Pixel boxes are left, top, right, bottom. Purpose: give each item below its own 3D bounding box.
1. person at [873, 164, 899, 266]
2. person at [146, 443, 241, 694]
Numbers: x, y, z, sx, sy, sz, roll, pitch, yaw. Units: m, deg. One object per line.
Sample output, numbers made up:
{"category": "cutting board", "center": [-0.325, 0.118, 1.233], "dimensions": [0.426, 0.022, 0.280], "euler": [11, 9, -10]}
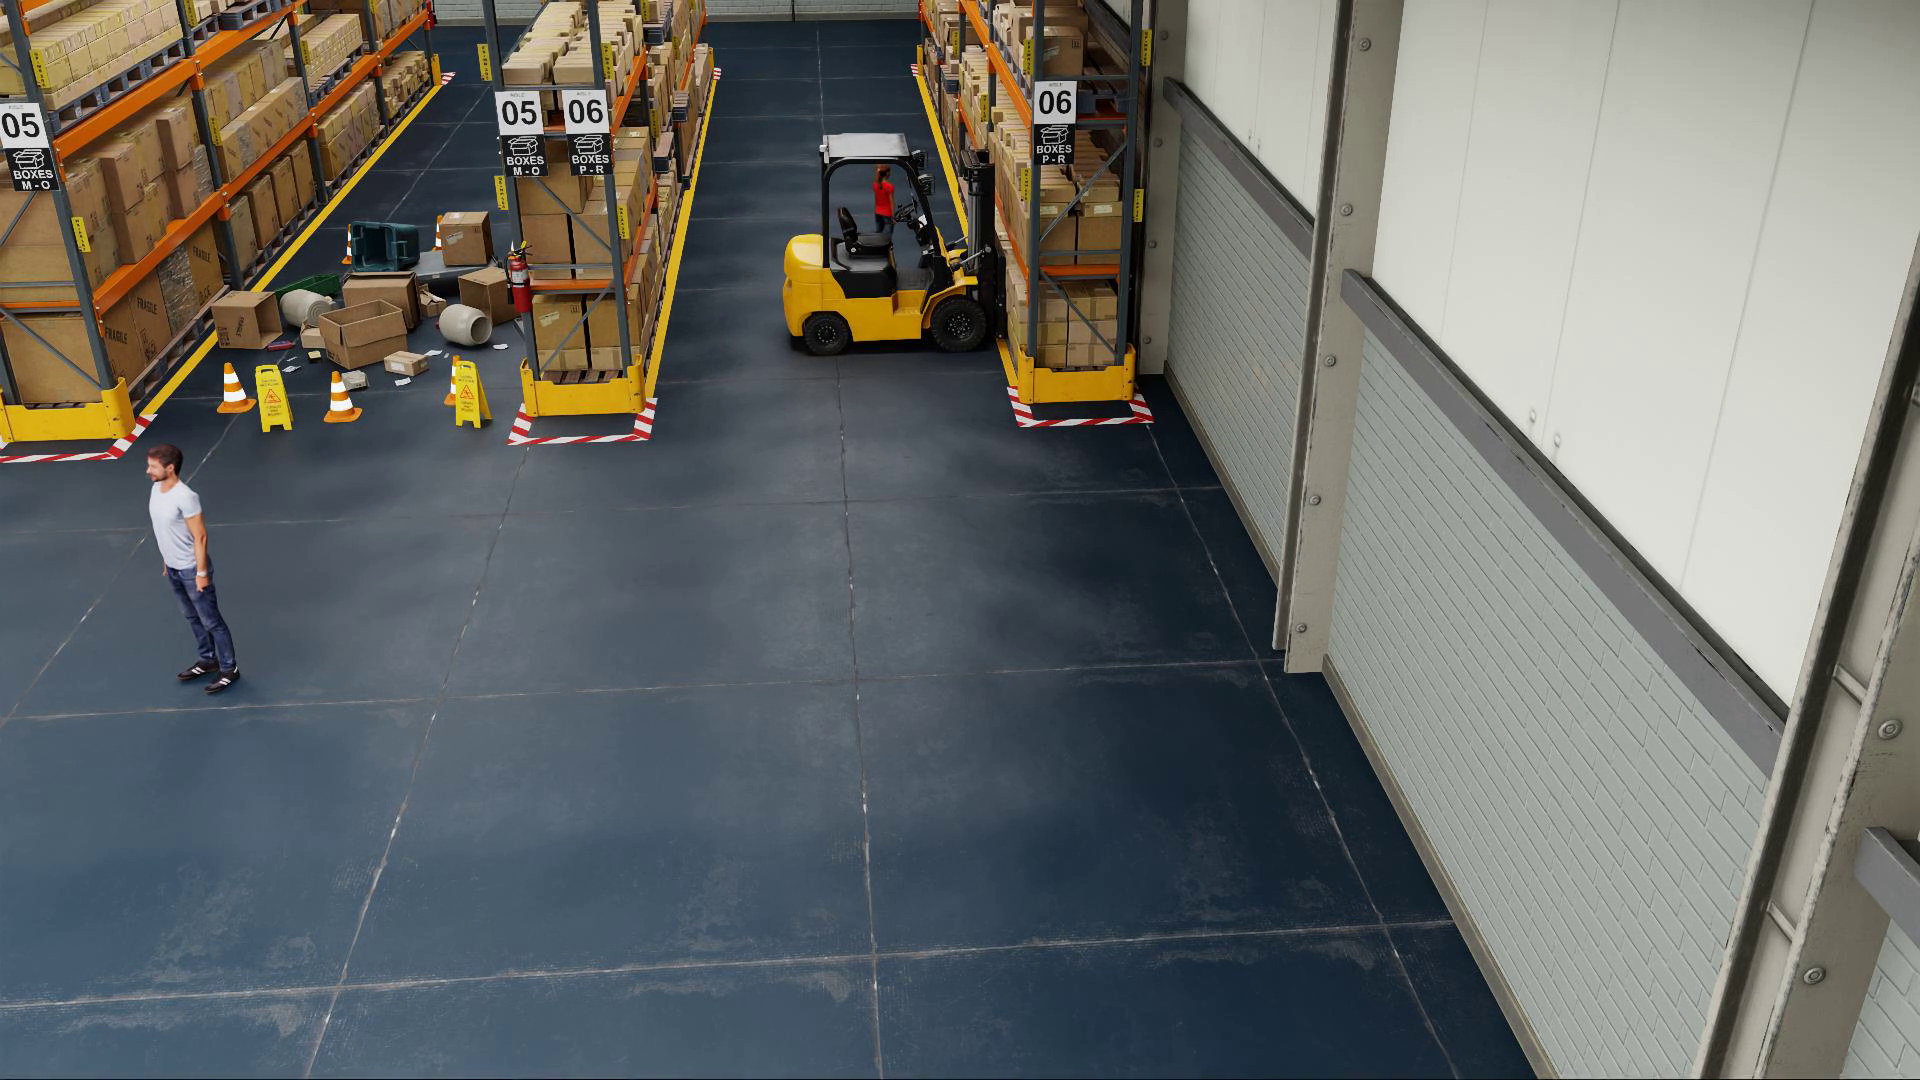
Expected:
{"category": "person", "center": [-0.943, -4.019, 20.566], "dimensions": [0.552, 1.308, 0.613], "euler": [21, 34, 35]}
{"category": "person", "center": [-5.471, 0.176, 11.808], "dimensions": [0.708, 1.867, 0.747], "euler": [17, 32, 30]}
